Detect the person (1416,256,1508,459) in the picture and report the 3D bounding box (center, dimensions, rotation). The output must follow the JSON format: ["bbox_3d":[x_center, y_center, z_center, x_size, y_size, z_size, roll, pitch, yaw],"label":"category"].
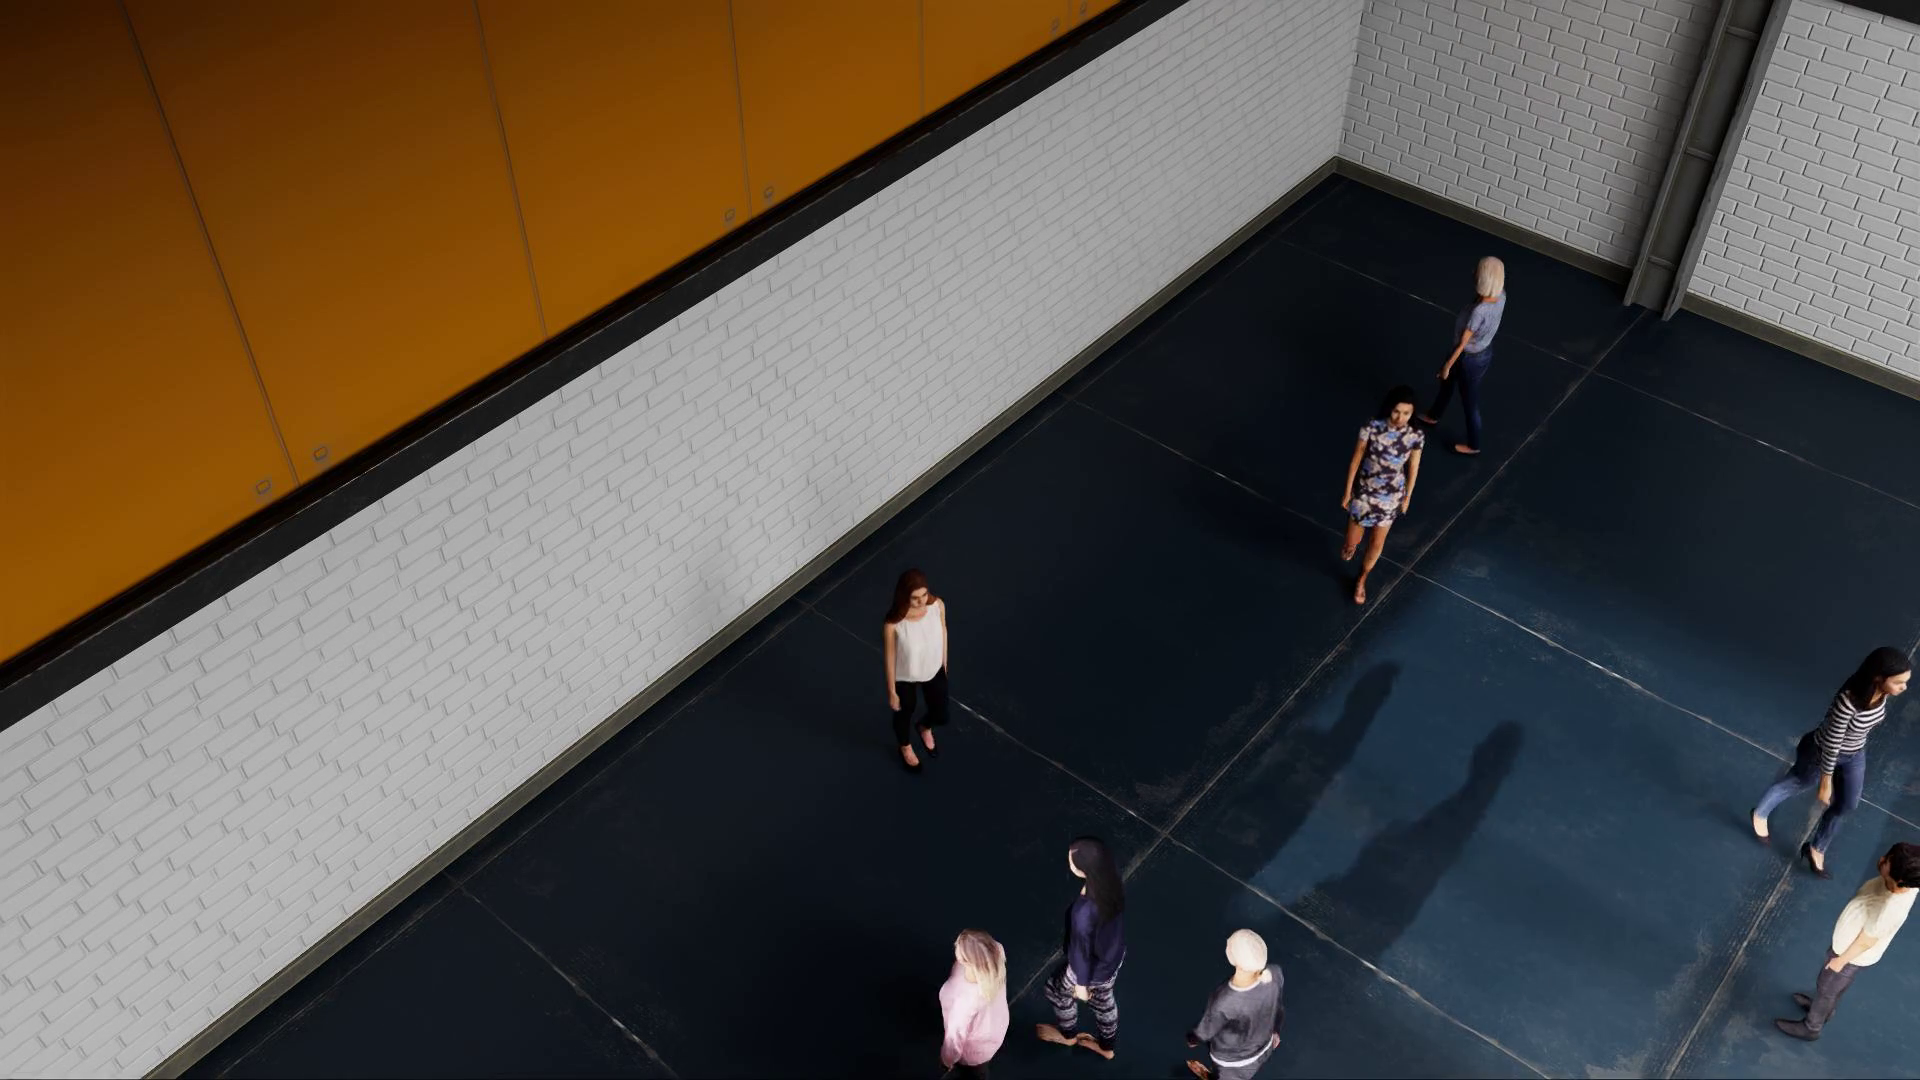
[{"bbox_3d":[3.825,-1.297,12.147,0.894,1.697,0.645,26,49,25],"label":"person"}]

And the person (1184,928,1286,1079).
[{"bbox_3d":[1.426,2.525,8.129,0.649,1.706,0.827,-31,52,-29],"label":"person"}]

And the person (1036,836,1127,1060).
[{"bbox_3d":[0.764,2.149,8.521,0.728,1.709,0.680,21,48,21],"label":"person"}]

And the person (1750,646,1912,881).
[{"bbox_3d":[4.870,1.183,9.491,0.758,1.769,0.892,-19,47,-19],"label":"person"}]

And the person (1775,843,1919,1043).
[{"bbox_3d":[4.688,2.097,8.664,0.472,1.588,0.592,32,52,29],"label":"person"}]

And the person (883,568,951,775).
[{"bbox_3d":[-0.303,0.737,10.001,0.685,1.714,0.725,-16,46,-16],"label":"person"}]

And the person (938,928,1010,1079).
[{"bbox_3d":[0.157,2.452,8.223,0.677,1.682,0.685,17,46,17],"label":"person"}]

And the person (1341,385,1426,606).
[{"bbox_3d":[2.796,-0.360,11.145,0.841,1.724,0.865,7,44,8],"label":"person"}]
